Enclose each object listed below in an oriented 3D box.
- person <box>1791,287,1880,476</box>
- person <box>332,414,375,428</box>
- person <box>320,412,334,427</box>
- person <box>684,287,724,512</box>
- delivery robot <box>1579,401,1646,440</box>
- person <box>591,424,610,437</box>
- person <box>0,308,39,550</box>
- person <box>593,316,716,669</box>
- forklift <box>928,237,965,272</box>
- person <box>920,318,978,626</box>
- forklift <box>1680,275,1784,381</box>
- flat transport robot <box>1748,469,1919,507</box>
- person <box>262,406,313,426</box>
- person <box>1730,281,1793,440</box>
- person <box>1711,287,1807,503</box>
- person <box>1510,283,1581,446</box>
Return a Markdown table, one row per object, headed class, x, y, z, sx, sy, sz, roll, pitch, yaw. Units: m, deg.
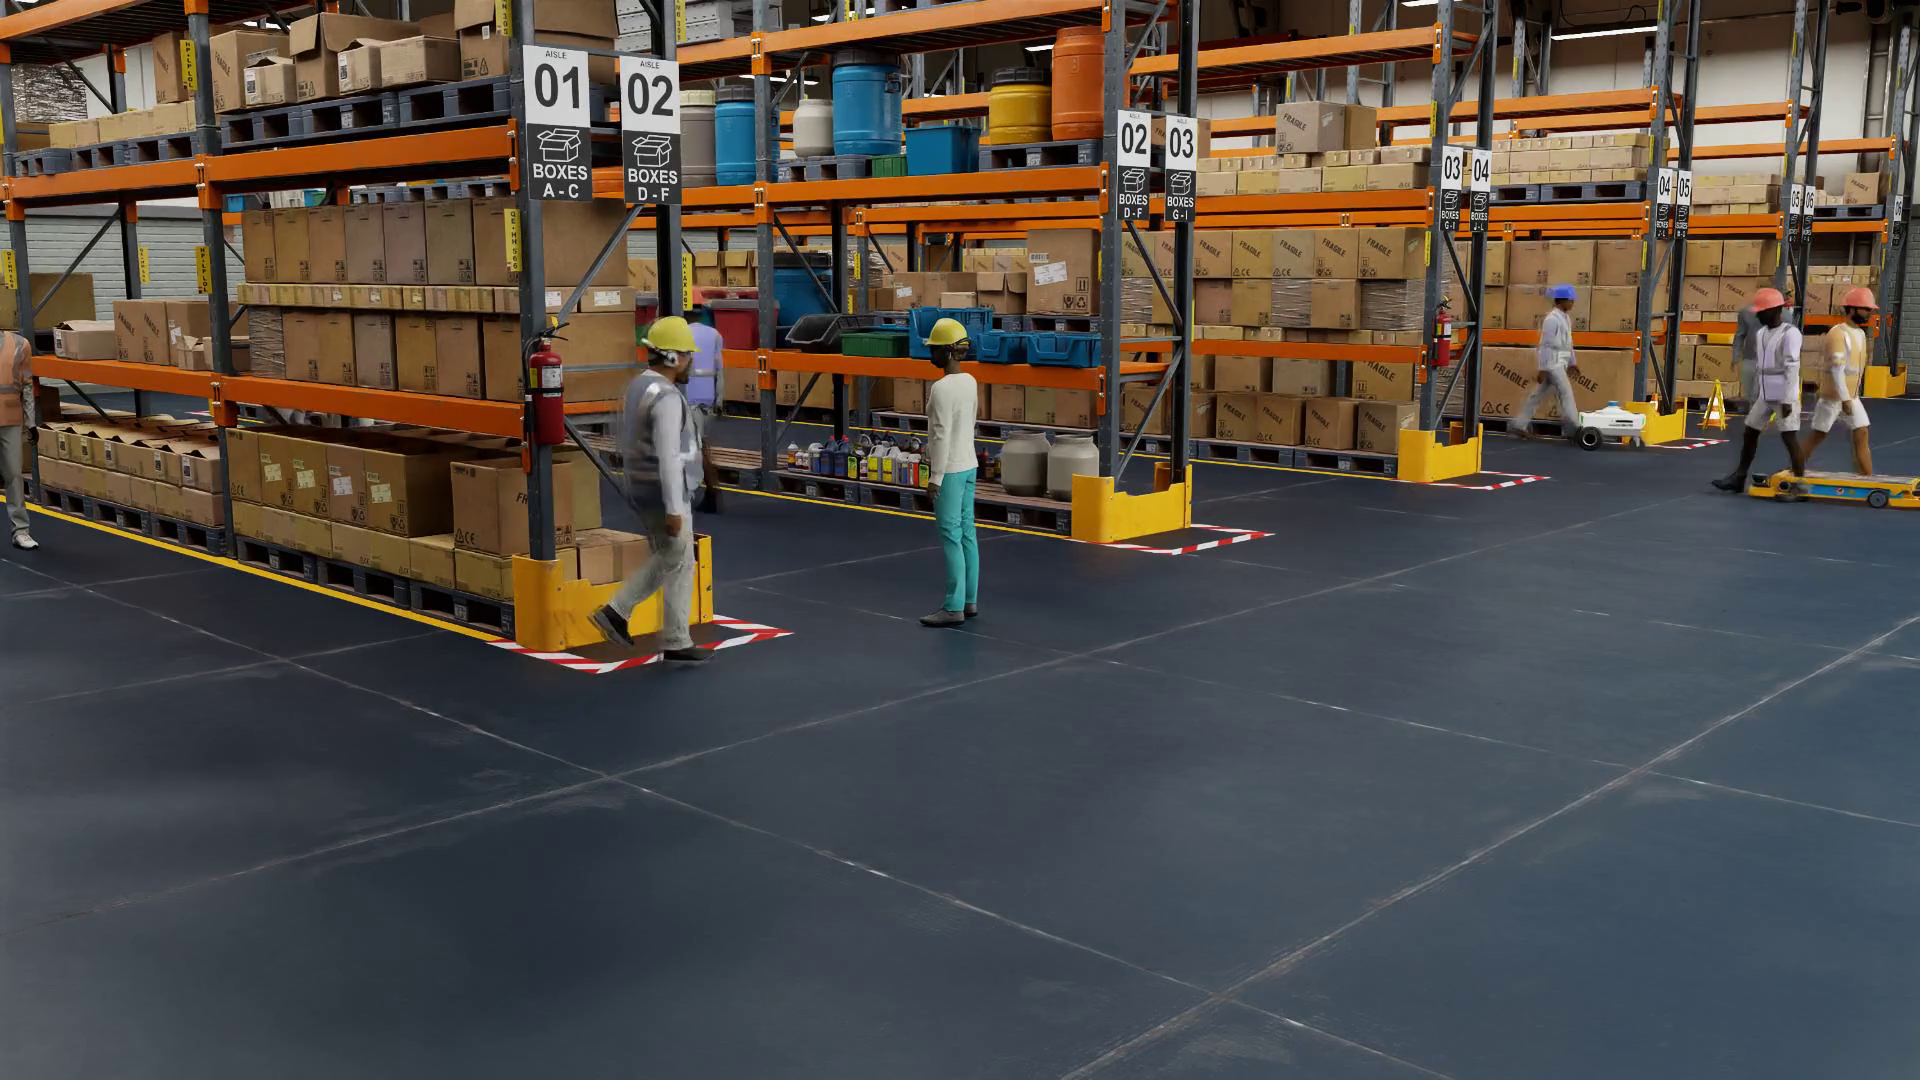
| class | x | y | z | sx | sy | sz | roll | pitch | yaw |
| --- | --- | --- | --- | --- | --- | --- | --- | --- | --- |
| person | 7.917 | -1.308 | 14.897 | 0.553 | 1.888 | 0.984 | -6 | 11 | -32 |
| person | -5.882 | -1.342 | 15.960 | 0.797 | 1.594 | 0.523 | 2 | 9 | 10 |
| person | -6.566 | -1.711 | 17.493 | 0.727 | 1.842 | 0.529 | 6 | 11 | 33 |
| person | -2.360 | -1.211 | 14.237 | 0.941 | 1.891 | 0.570 | 7 | 12 | 37 |
| delivery robot | 7.456 | -1.345 | 19.018 | 0.707 | 0.478 | 0.477 | 3 | 10 | 18 |
| person | -4.415 | -2.190 | 20.188 | 0.502 | 1.915 | 0.543 | 8 | 12 | 40 |
| person | -7.021 | -0.874 | 12.086 | 0.590 | 1.927 | 0.367 | -9 | 13 | -43 |
| person | -1.565 | -0.242 | 8.563 | 0.527 | 1.811 | 0.613 | -5 | 10 | -26 |
| forklift | -0.326 | -5.817 | 39.609 | 1.129 | 2.768 | 1.873 | 9 | 13 | 43 |
| person | -0.063 | -0.394 | 9.640 | 0.310 | 1.768 | 0.533 | 4 | 10 | 21 |
| forklift | 12.480 | -3.427 | 27.053 | 1.214 | 2.155 | 2.313 | 9 | 13 | 43 |
| flat transport robot | 7.876 | -0.473 | 14.821 | 1.431 | 0.197 | 0.652 | 7 | 11 | 36 |
| person | -5.726 | -1.180 | 14.186 | 0.593 | 1.855 | 0.572 | 3 | 10 | 19 |
| person | 9.774 | -2.196 | 20.261 | 0.848 | 1.912 | 0.632 | -8 | 12 | -40 |
| person | 7.239 | -1.313 | 14.911 | 0.518 | 1.899 | 0.715 | -1 | 9 | -9 |
| person | 7.013 | -2.070 | 19.588 | 1.046 | 1.890 | 0.599 | 5 | 11 | 28 |
